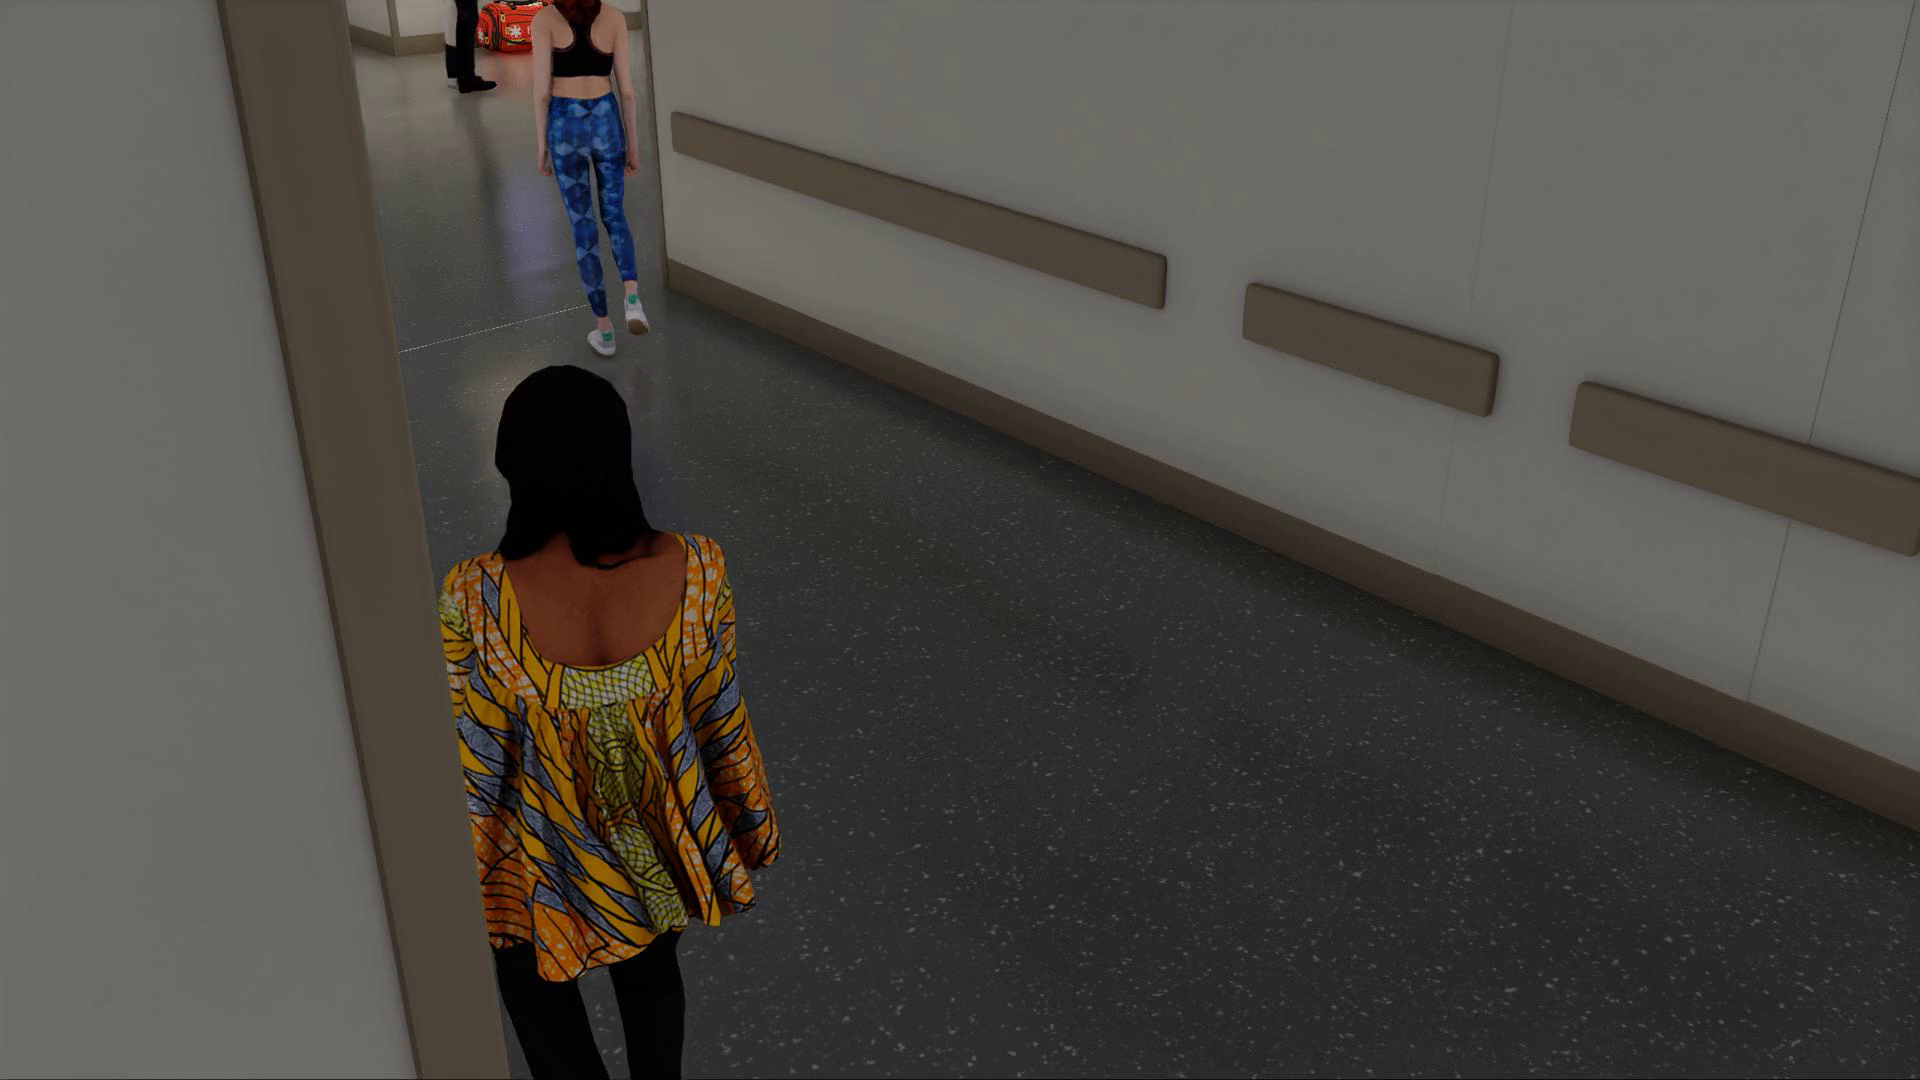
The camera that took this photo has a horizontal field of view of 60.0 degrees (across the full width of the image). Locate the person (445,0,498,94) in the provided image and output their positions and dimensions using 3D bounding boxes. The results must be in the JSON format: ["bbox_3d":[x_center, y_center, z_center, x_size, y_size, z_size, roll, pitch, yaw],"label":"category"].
[{"bbox_3d":[-3.856,-4.390,12.652,0.593,1.887,0.700,-17,31,-32],"label":"person"}]

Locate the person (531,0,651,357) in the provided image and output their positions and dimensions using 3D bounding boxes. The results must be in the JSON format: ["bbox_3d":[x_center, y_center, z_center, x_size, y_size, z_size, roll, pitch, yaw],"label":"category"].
[{"bbox_3d":[-1.551,-1.618,7.030,0.686,1.776,0.706,-13,29,-25],"label":"person"}]

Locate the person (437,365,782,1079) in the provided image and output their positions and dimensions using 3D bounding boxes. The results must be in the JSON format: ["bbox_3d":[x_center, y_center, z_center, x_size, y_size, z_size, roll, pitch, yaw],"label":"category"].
[{"bbox_3d":[-0.571,0.545,2.706,0.860,1.637,0.865,-12,28,-24],"label":"person"}]
